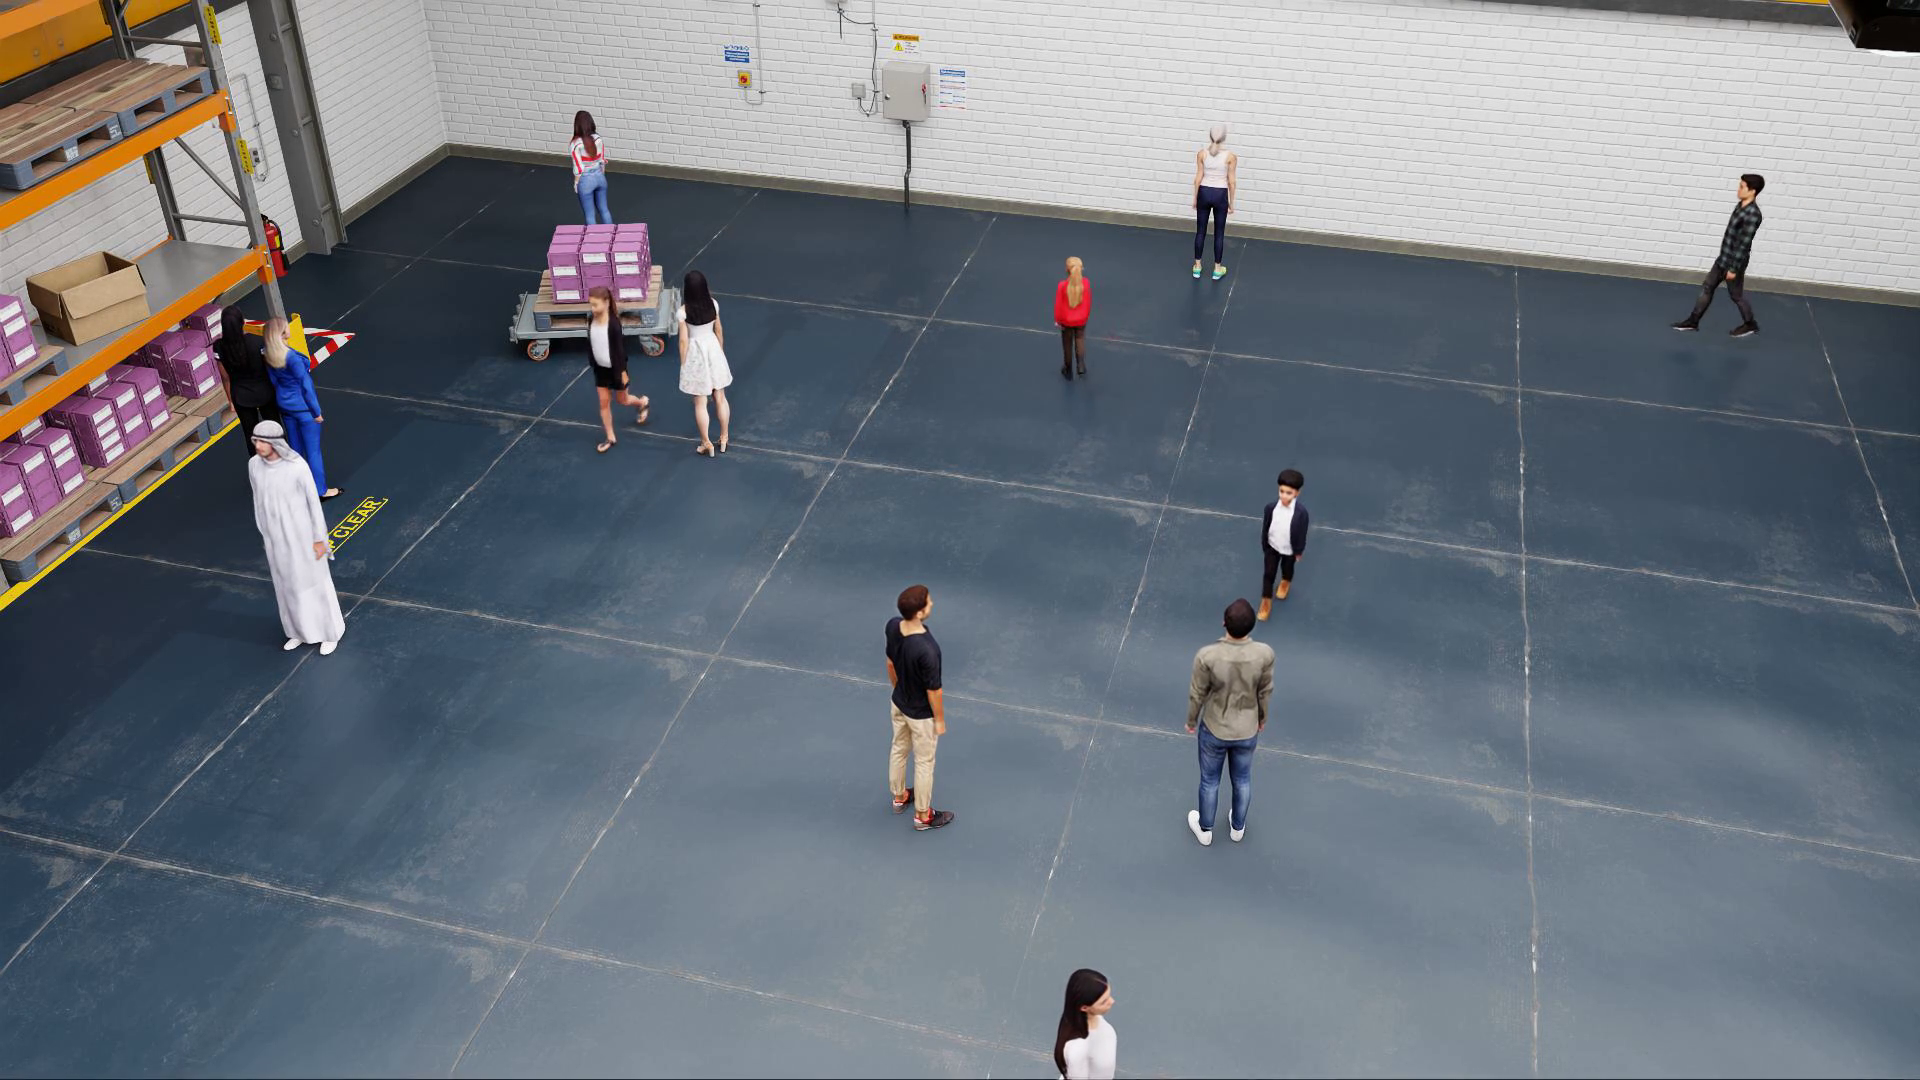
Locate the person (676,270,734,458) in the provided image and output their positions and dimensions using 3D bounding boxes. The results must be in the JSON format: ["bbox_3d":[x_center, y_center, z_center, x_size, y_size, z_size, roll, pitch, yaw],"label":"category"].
[{"bbox_3d":[-2.266,-1.560,14.704,0.774,1.774,0.835,-18,38,-25],"label":"person"}]

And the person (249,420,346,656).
[{"bbox_3d":[-4.921,-0.037,12.275,0.692,1.926,0.628,7,34,10],"label":"person"}]

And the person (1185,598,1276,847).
[{"bbox_3d":[1.698,1.175,10.509,0.774,1.864,0.724,-3,34,-4],"label":"person"}]

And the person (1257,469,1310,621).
[{"bbox_3d":[2.527,-0.013,12.899,0.582,1.197,0.845,14,36,20],"label":"person"}]

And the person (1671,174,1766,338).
[{"bbox_3d":[7.696,-2.765,16.348,0.840,1.690,1.065,3,34,5],"label":"person"}]

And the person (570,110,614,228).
[{"bbox_3d":[-4.104,-3.995,18.513,0.614,1.613,0.730,-29,43,-36],"label":"person"}]

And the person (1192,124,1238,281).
[{"bbox_3d":[2.721,-3.651,17.914,0.612,1.703,0.528,10,35,15],"label":"person"}]

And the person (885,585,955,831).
[{"bbox_3d":[-0.290,1.061,10.685,0.734,1.857,0.723,-25,41,-32],"label":"person"}]

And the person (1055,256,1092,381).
[{"bbox_3d":[1.107,-2.104,15.971,0.613,1.278,0.669,-7,34,-11],"label":"person"}]

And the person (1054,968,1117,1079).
[{"bbox_3d":[0.585,2.762,8.172,0.678,1.808,0.477,6,34,9],"label":"person"}]

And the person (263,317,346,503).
[{"bbox_3d":[-5.622,-1.112,14.097,0.685,1.700,0.644,19,38,26],"label":"person"}]

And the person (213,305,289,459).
[{"bbox_3d":[-6.037,-1.220,14.233,0.709,1.729,0.735,-9,35,-13],"label":"person"}]

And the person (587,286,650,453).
[{"bbox_3d":[-3.099,-1.586,14.958,0.633,1.537,0.964,14,36,21],"label":"person"}]
